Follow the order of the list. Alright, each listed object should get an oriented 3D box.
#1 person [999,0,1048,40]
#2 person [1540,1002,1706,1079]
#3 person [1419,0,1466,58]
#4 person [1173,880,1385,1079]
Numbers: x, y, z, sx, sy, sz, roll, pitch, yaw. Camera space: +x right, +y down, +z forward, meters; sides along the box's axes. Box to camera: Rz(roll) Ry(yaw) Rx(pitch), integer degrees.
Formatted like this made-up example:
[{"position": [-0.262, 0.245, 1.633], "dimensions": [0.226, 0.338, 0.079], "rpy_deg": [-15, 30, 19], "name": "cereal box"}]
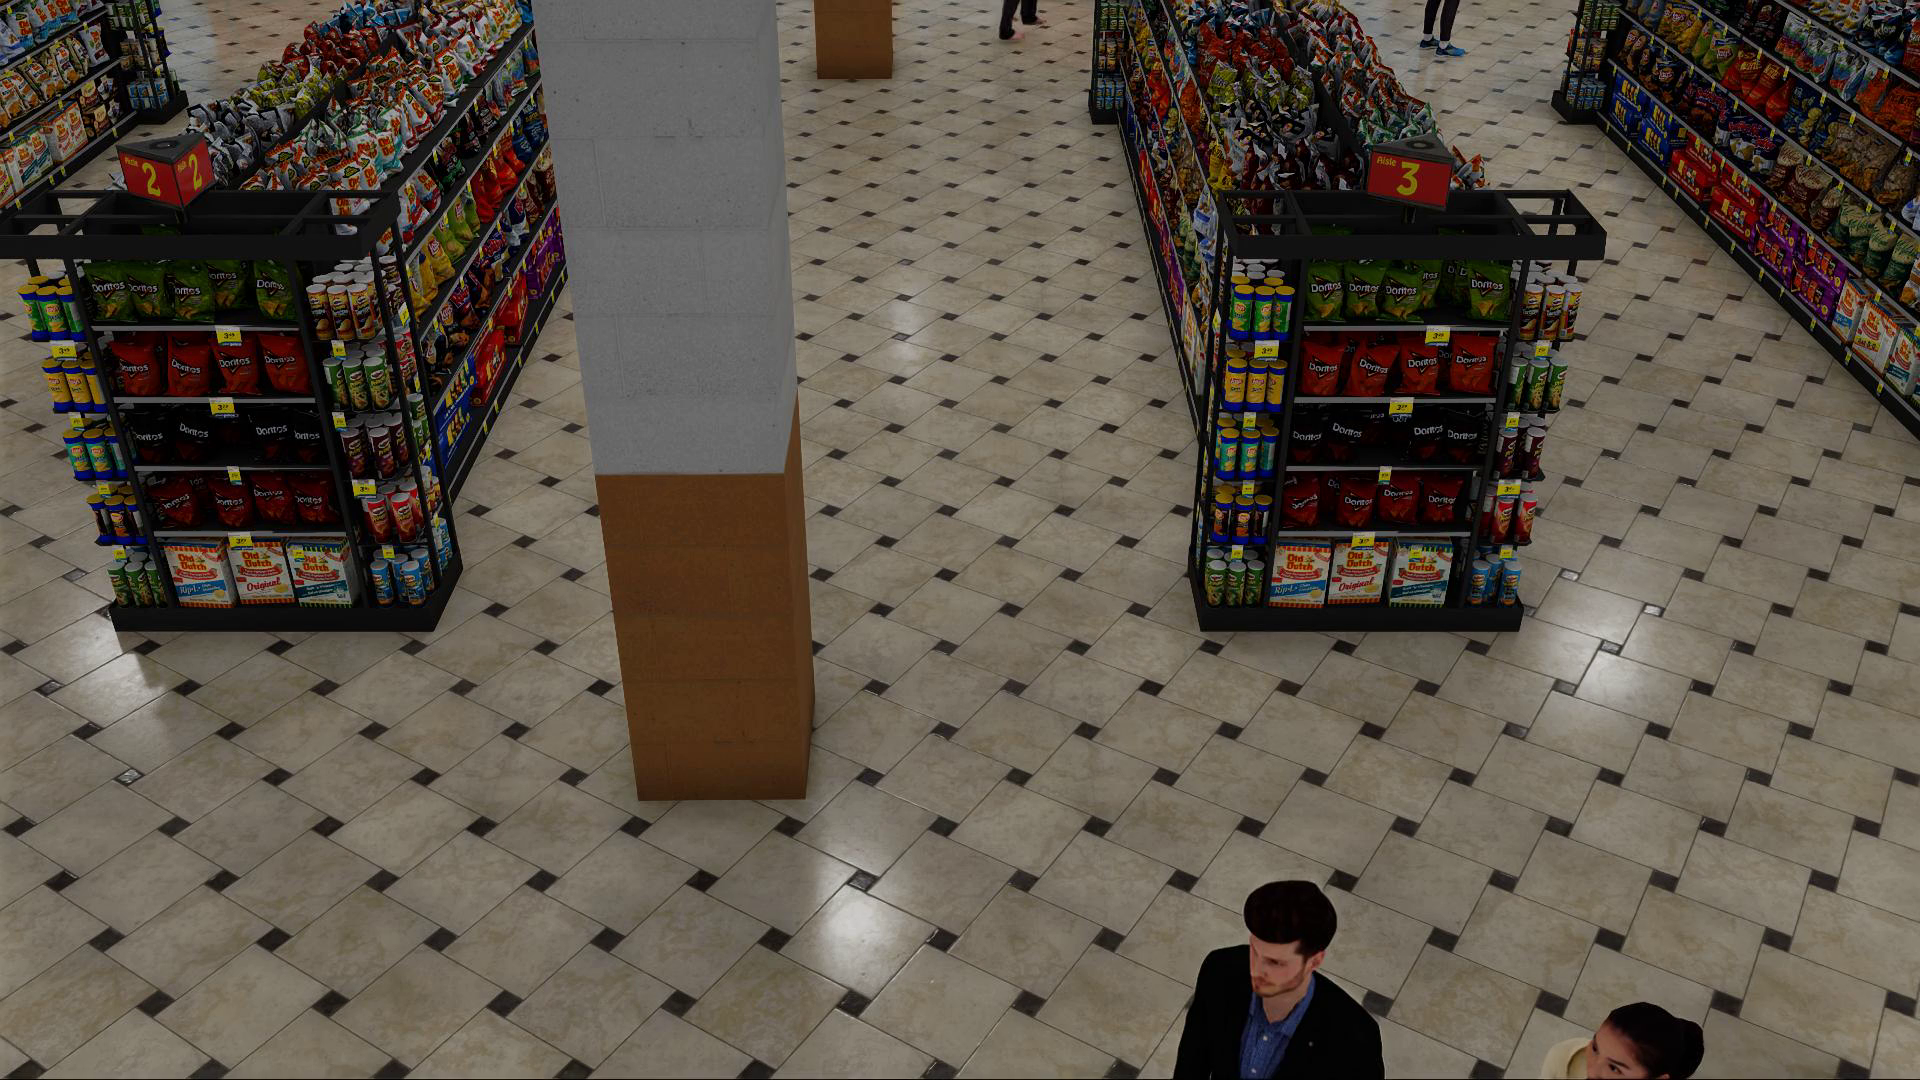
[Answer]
[{"position": [0.546, -5.860, 16.324], "dimensions": [1.007, 1.815, 0.991], "rpy_deg": [-16, 35, -23], "name": "person"}, {"position": [1.588, 1.765, 4.244], "dimensions": [0.776, 1.631, 0.654], "rpy_deg": [-16, 35, -24], "name": "person"}, {"position": [4.693, -5.573, 15.851], "dimensions": [0.819, 1.826, 0.626], "rpy_deg": [-10, 33, -16], "name": "person"}, {"position": [0.787, 1.583, 4.290], "dimensions": [0.783, 1.891, 0.816], "rpy_deg": [22, 38, 32], "name": "person"}]
